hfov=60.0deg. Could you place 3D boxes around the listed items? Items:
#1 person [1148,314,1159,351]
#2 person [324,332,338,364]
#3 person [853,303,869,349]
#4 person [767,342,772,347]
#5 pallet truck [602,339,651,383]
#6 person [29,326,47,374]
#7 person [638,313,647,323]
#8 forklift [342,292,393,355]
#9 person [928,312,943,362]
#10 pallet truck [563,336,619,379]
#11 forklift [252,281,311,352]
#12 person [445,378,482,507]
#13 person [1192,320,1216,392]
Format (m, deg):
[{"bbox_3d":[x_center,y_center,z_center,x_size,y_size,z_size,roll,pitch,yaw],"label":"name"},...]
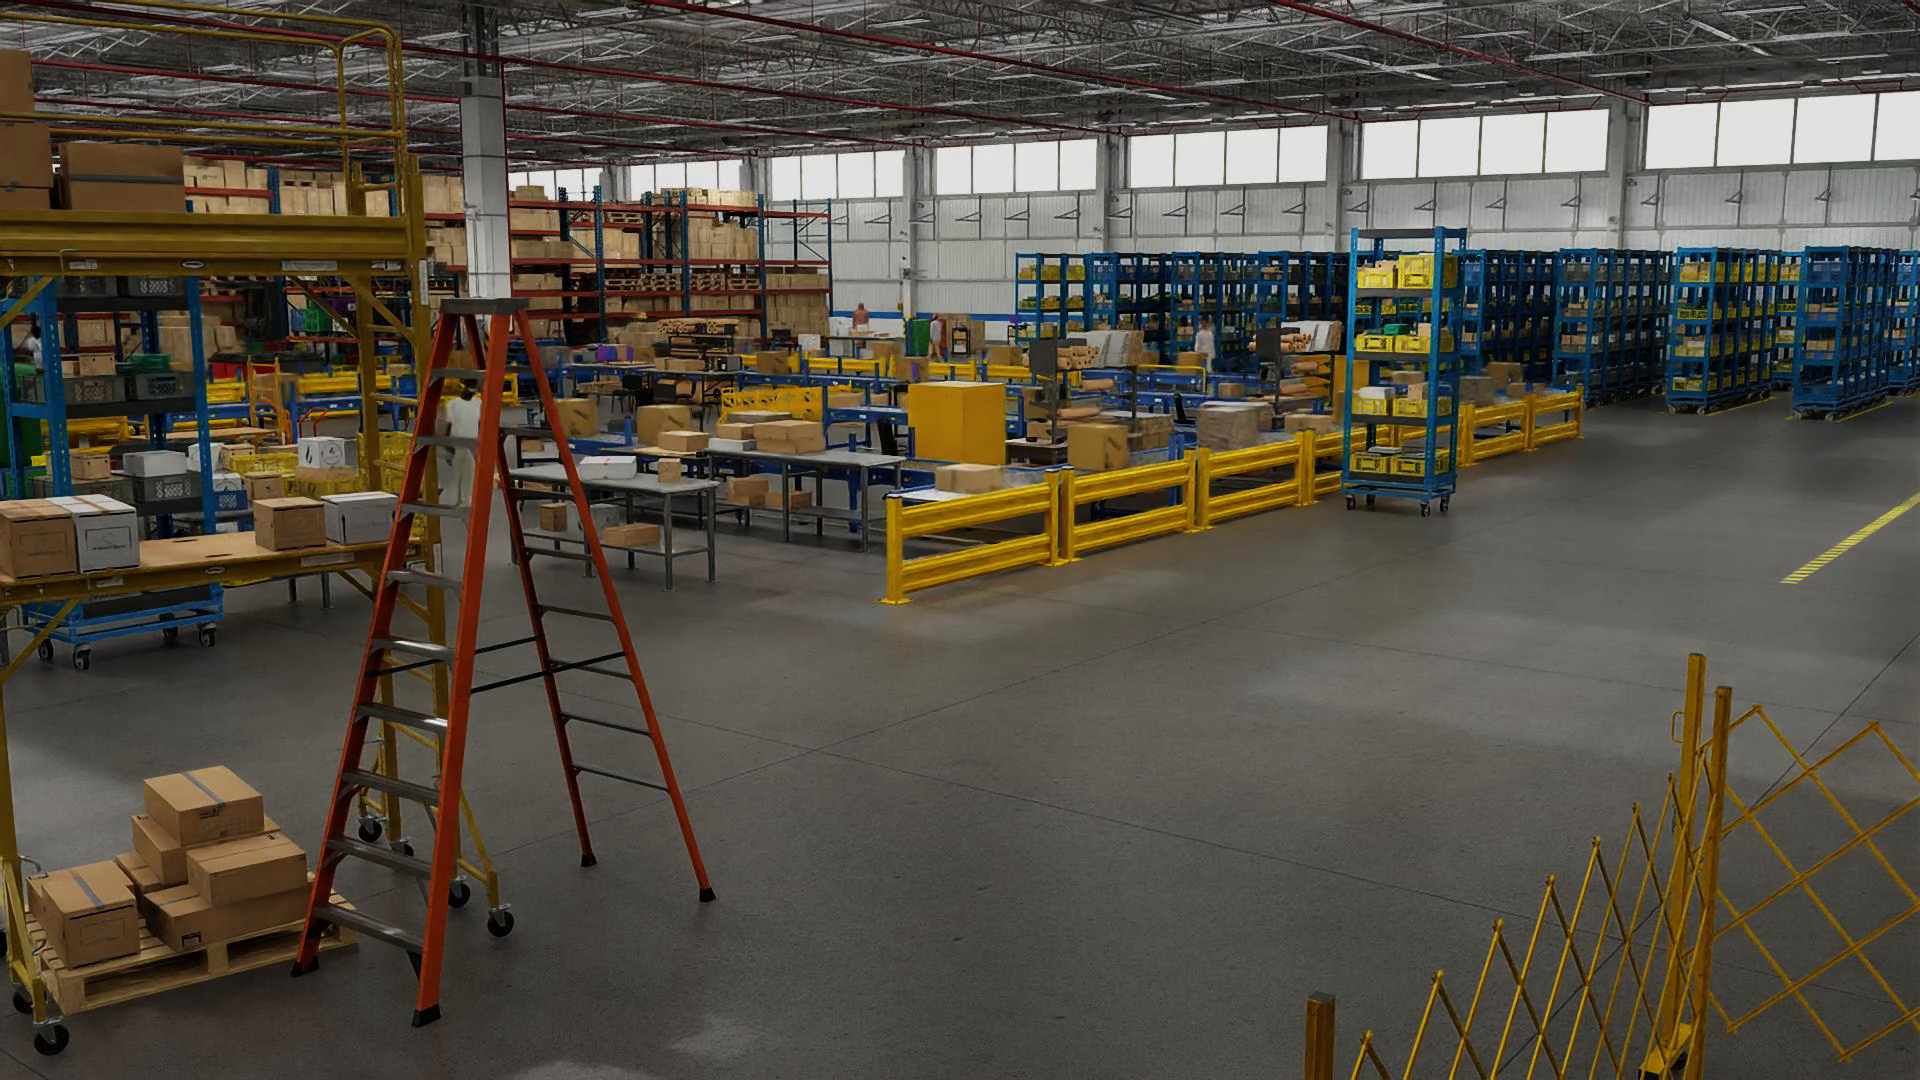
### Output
[{"bbox_3d":[5.926,-6.067,51.255,0.955,1.792,0.596,3,10,18],"label":"person"},{"bbox_3d":[-16.056,-4.679,42.287,0.928,1.908,0.609,-4,10,-24],"label":"person"},{"bbox_3d":[-3.998,-8.648,67.181,0.642,1.866,0.955,-1,9,-9],"label":"person"},{"bbox_3d":[-7.640,-8.979,69.173,0.552,1.892,1.015,8,12,40],"label":"person"},{"bbox_3d":[-8.991,-4.871,45.351,0.653,1.274,1.630,7,11,37],"label":"pallet truck"},{"bbox_3d":[-23.767,-4.661,42.835,0.430,1.675,0.563,1,9,4],"label":"person"},{"bbox_3d":[-10.188,-6.408,53.462,0.945,1.779,0.613,8,12,41],"label":"person"},{"bbox_3d":[-16.485,-5.622,45.120,1.129,2.768,1.873,7,11,37],"label":"forklift"},{"bbox_3d":[-0.843,-6.837,56.274,0.559,1.730,0.375,-9,13,-44],"label":"person"},{"bbox_3d":[-10.690,-5.294,48.215,1.601,1.201,0.680,-5,10,-26],"label":"pallet truck"},{"bbox_3d":[-18.895,-5.687,45.523,1.129,2.768,1.873,7,11,37],"label":"forklift"},{"bbox_3d":[-6.074,-1.129,20.426,0.561,1.807,0.966,-7,12,-38],"label":"person"},{"bbox_3d":[6.315,-4.681,42.420,0.932,1.872,0.649,7,12,39],"label":"person"}]
